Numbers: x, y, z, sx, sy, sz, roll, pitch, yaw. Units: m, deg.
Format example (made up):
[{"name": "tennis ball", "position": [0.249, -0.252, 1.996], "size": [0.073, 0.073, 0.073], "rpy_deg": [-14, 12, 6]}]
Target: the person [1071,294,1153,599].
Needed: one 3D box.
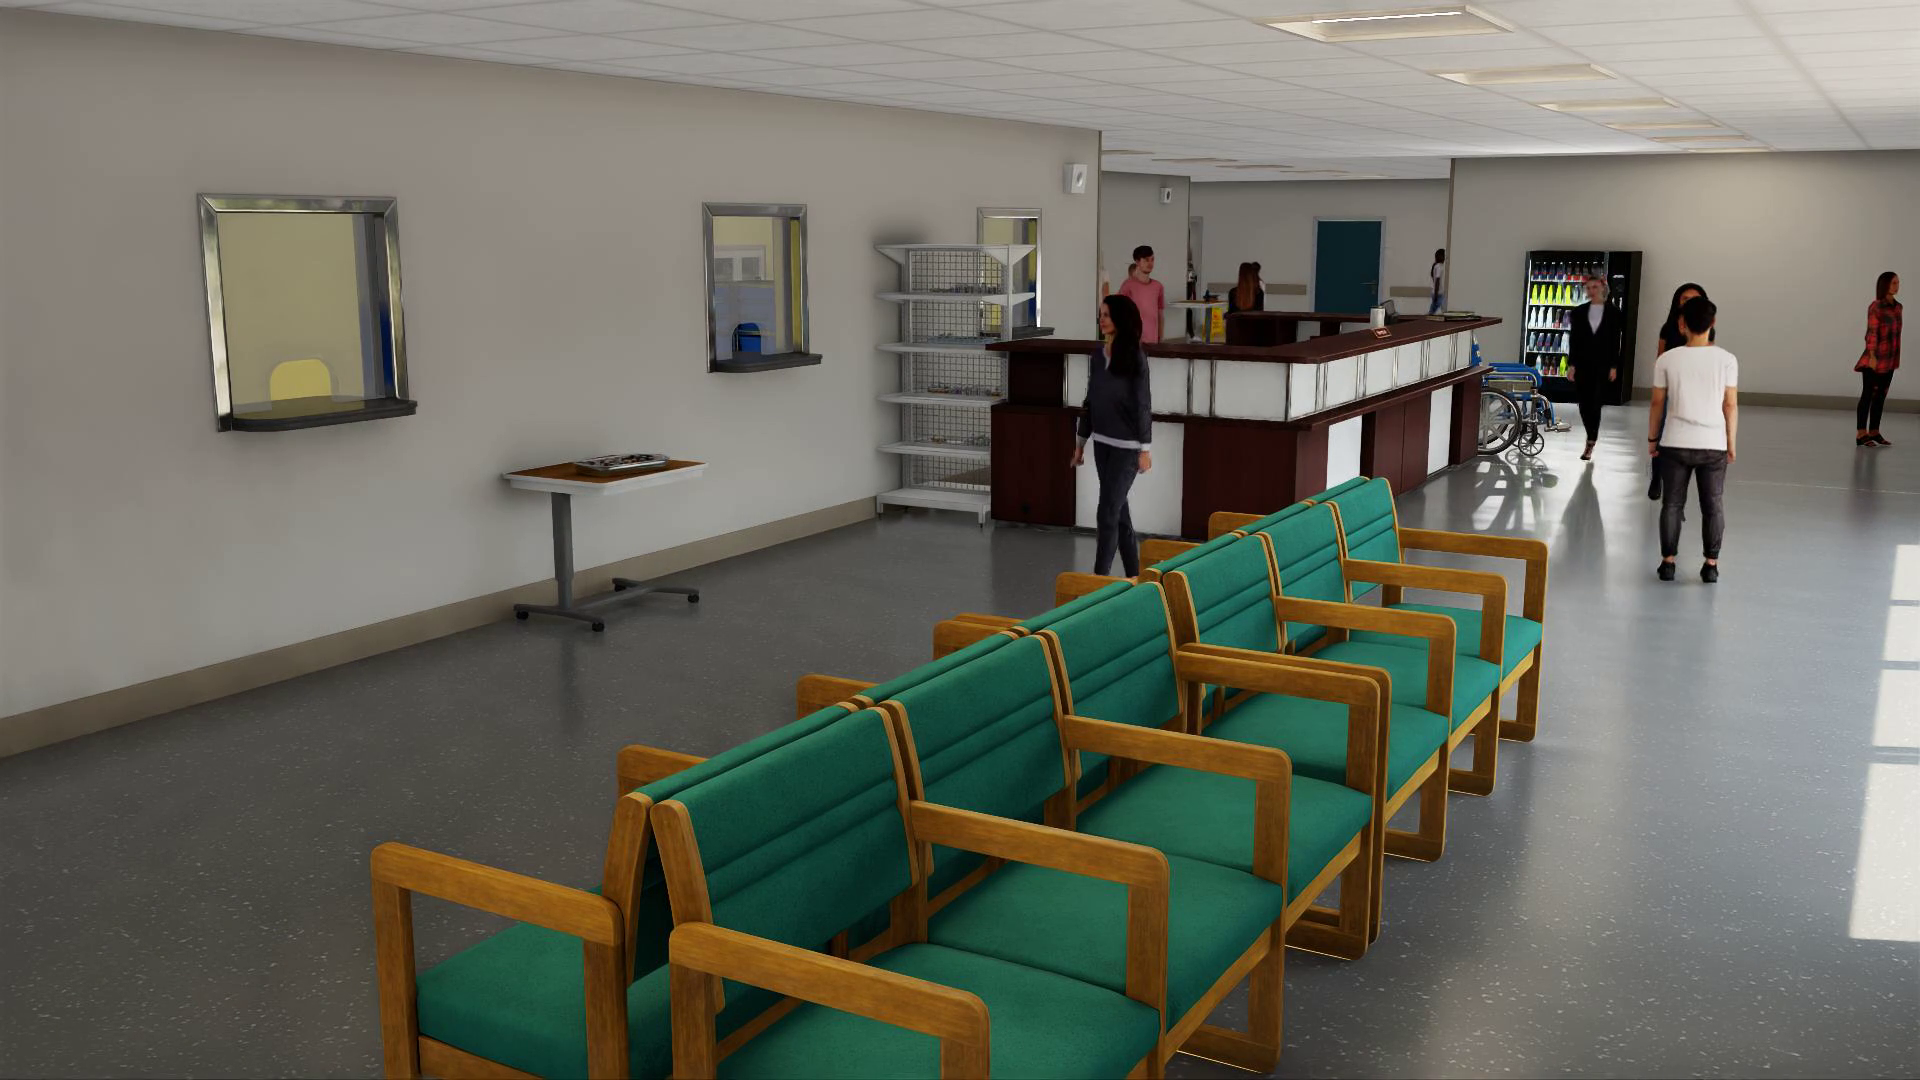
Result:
[{"name": "person", "position": [0.972, -0.523, 9.588], "size": [0.912, 1.747, 0.935], "rpy_deg": [-7, 13, -34]}]

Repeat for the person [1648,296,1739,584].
[{"name": "person", "position": [4.396, -0.600, 9.999], "size": [0.503, 1.714, 0.715], "rpy_deg": [6, 12, 27]}]

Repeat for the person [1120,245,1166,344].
[{"name": "person", "position": [1.709, -1.822, 15.870], "size": [0.699, 1.958, 0.736], "rpy_deg": [-4, 12, -22]}]

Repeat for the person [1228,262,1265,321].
[{"name": "person", "position": [3.377, -2.426, 19.755], "size": [0.929, 1.695, 0.680], "rpy_deg": [6, 12, 30]}]

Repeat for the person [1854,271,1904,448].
[{"name": "person", "position": [9.026, -1.777, 16.312], "size": [0.698, 1.703, 0.712], "rpy_deg": [-6, 12, -29]}]

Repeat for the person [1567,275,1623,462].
[{"name": "person", "position": [5.799, -1.555, 15.261], "size": [1.063, 1.660, 0.701], "rpy_deg": [5, 12, 26]}]

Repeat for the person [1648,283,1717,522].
[{"name": "person", "position": [5.302, -1.018, 12.252], "size": [0.850, 1.726, 0.760], "rpy_deg": [3, 11, 14]}]

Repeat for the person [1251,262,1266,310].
[{"name": "person", "position": [4.770, -3.745, 27.134], "size": [0.698, 1.536, 0.713], "rpy_deg": [2, 11, 12]}]
